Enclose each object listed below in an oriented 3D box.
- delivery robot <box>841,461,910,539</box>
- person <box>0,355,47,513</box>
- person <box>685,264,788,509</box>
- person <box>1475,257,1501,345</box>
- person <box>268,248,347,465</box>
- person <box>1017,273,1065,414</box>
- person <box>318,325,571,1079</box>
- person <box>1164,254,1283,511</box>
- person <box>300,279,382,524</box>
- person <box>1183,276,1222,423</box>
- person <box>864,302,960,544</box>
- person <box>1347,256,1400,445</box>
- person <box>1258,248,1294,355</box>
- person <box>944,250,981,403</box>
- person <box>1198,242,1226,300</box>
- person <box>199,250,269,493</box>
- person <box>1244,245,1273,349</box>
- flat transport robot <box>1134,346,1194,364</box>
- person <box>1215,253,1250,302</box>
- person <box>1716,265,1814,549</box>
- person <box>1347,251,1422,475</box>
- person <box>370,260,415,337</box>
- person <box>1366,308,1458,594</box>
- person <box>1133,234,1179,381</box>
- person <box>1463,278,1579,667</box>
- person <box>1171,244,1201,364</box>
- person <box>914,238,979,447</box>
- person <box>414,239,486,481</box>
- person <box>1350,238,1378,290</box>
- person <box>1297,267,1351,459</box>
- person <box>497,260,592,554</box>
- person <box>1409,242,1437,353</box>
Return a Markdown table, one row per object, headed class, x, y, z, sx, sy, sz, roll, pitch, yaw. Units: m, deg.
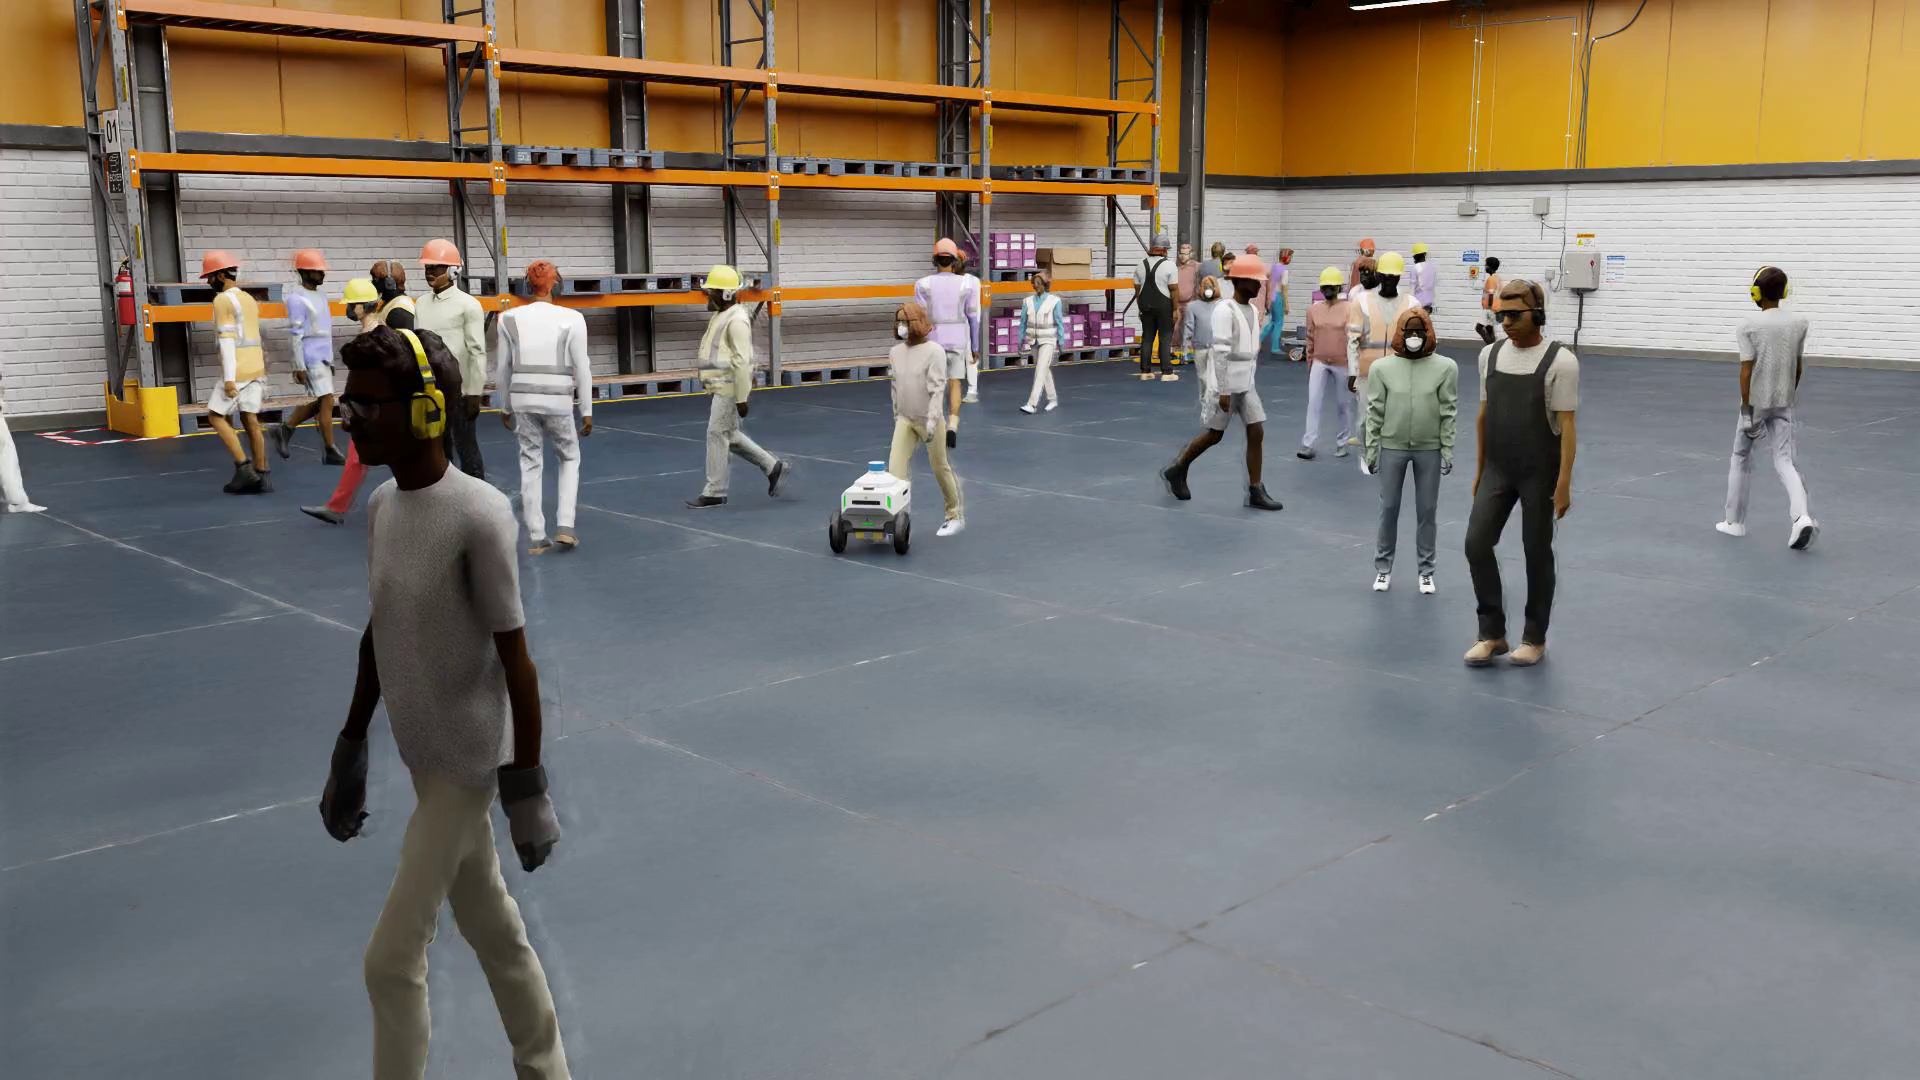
| class | x | y | z | sx | sy | sz | roll | pitch | yaw |
| --- | --- | --- | --- | --- | --- | --- | --- | --- | --- |
| delivery robot | -0.540 | -0.268 | 10.802 | 0.477 | 0.478 | 0.707 | 2 | 10 | 8 |
| person | -7.123 | -0.969 | 12.001 | 0.730 | 1.614 | 0.523 | -6 | 12 | -30 |
| person | -1.674 | -1.140 | 12.387 | 0.755 | 1.812 | 0.600 | -3 | 11 | -17 |
| person | 8.530 | -3.721 | 26.815 | 0.382 | 1.676 | 0.553 | 5 | 11 | 25 |
| person | -5.740 | -1.601 | 14.624 | 0.776 | 1.913 | 0.552 | 1 | 10 | 4 |
| person | 0.914 | -2.245 | 18.992 | 0.533 | 1.587 | 0.886 | 7 | 13 | 35 |
| person | -1.168 | 0.492 | 3.405 | 0.847 | 1.834 | 0.539 | -9 | 13 | -39 |
| person | 1.974 | -1.182 | 12.421 | 0.947 | 1.901 | 0.551 | 10 | 14 | 43 |
| person | -4.095 | -0.938 | 11.524 | 0.948 | 1.712 | 0.539 | -6 | 12 | -28 |
| person | 2.718 | -2.106 | 18.264 | 0.510 | 1.590 | 0.873 | 3 | 11 | 13 |
| person | -0.276 | -0.775 | 11.004 | 0.510 | 1.587 | 0.853 | 8 | 13 | 36 |
| person | 4.028 | -1.842 | 16.184 | 0.625 | 1.824 | 0.640 | -7 | 13 | -35 |
| person | 5.305 | -4.004 | 28.018 | 0.561 | 1.812 | 0.620 | -2 | 11 | -11 |
| person | -0.059 | -2.538 | 19.927 | 0.604 | 1.840 | 0.887 | 6 | 12 | 30 |
| person | 3.858 | -3.541 | 25.183 | 0.468 | 1.928 | 0.631 | -10 | 14 | -44 |
| person | -5.671 | -1.308 | 13.030 | 0.474 | 1.907 | 0.588 | 1 | 10 | 4 |
| person | 4.533 | -3.648 | 25.904 | 0.642 | 1.865 | 0.949 | 2 | 11 | 9 |
| flat transport robot | 3.399 | -2.939 | 26.398 | 0.652 | 0.197 | 1.431 | 7 | 13 | 35 |
| person | 3.260 | -2.558 | 20.129 | 0.519 | 1.821 | 0.982 | -1 | 10 | -5 |
| person | 5.324 | -0.872 | 10.912 | 0.507 | 1.829 | 0.909 | 0 | 10 | 1 |
| person | 3.473 | -1.417 | 13.682 | 0.587 | 1.899 | 0.830 | 2 | 11 | 10 |
| person | -4.105 | -1.100 | 12.084 | 0.429 | 1.843 | 0.633 | -5 | 11 | -24 |
| person | 2.543 | -0.500 | 9.410 | 0.495 | 1.622 | 0.296 | 2 | 11 | 12 |
| person | 2.796 | -3.247 | 23.249 | 0.688 | 2.000 | 0.536 | 8 | 13 | 39 |
| person | 2.574 | -0.290 | 7.722 | 0.637 | 1.819 | 0.552 | -9 | 14 | -42 |
| person | 3.516 | -3.696 | 26.146 | 0.640 | 1.881 | 0.431 | 5 | 12 | 27 |
| person | -0.128 | -1.904 | 16.042 | 0.621 | 2.008 | 0.994 | 0 | 10 | -2 |
| person | -3.430 | -1.002 | 11.127 | 0.612 | 1.997 | 0.376 | 6 | 12 | 28 |
| person | 6.707 | -4.096 | 28.071 | 0.609 | 1.980 | 0.622 | 1 | 10 | 7 |
| person | 3.322 | -1.573 | 14.977 | 0.540 | 1.730 | 0.877 | 6 | 12 | 30 |
| person | -2.647 | -0.843 | 10.622 | 0.615 | 1.865 | 0.474 | -1 | 10 | -3 |
| person | 7.528 | -3.869 | 27.011 | 0.609 | 1.902 | 0.571 | -7 | 13 | -35 |
